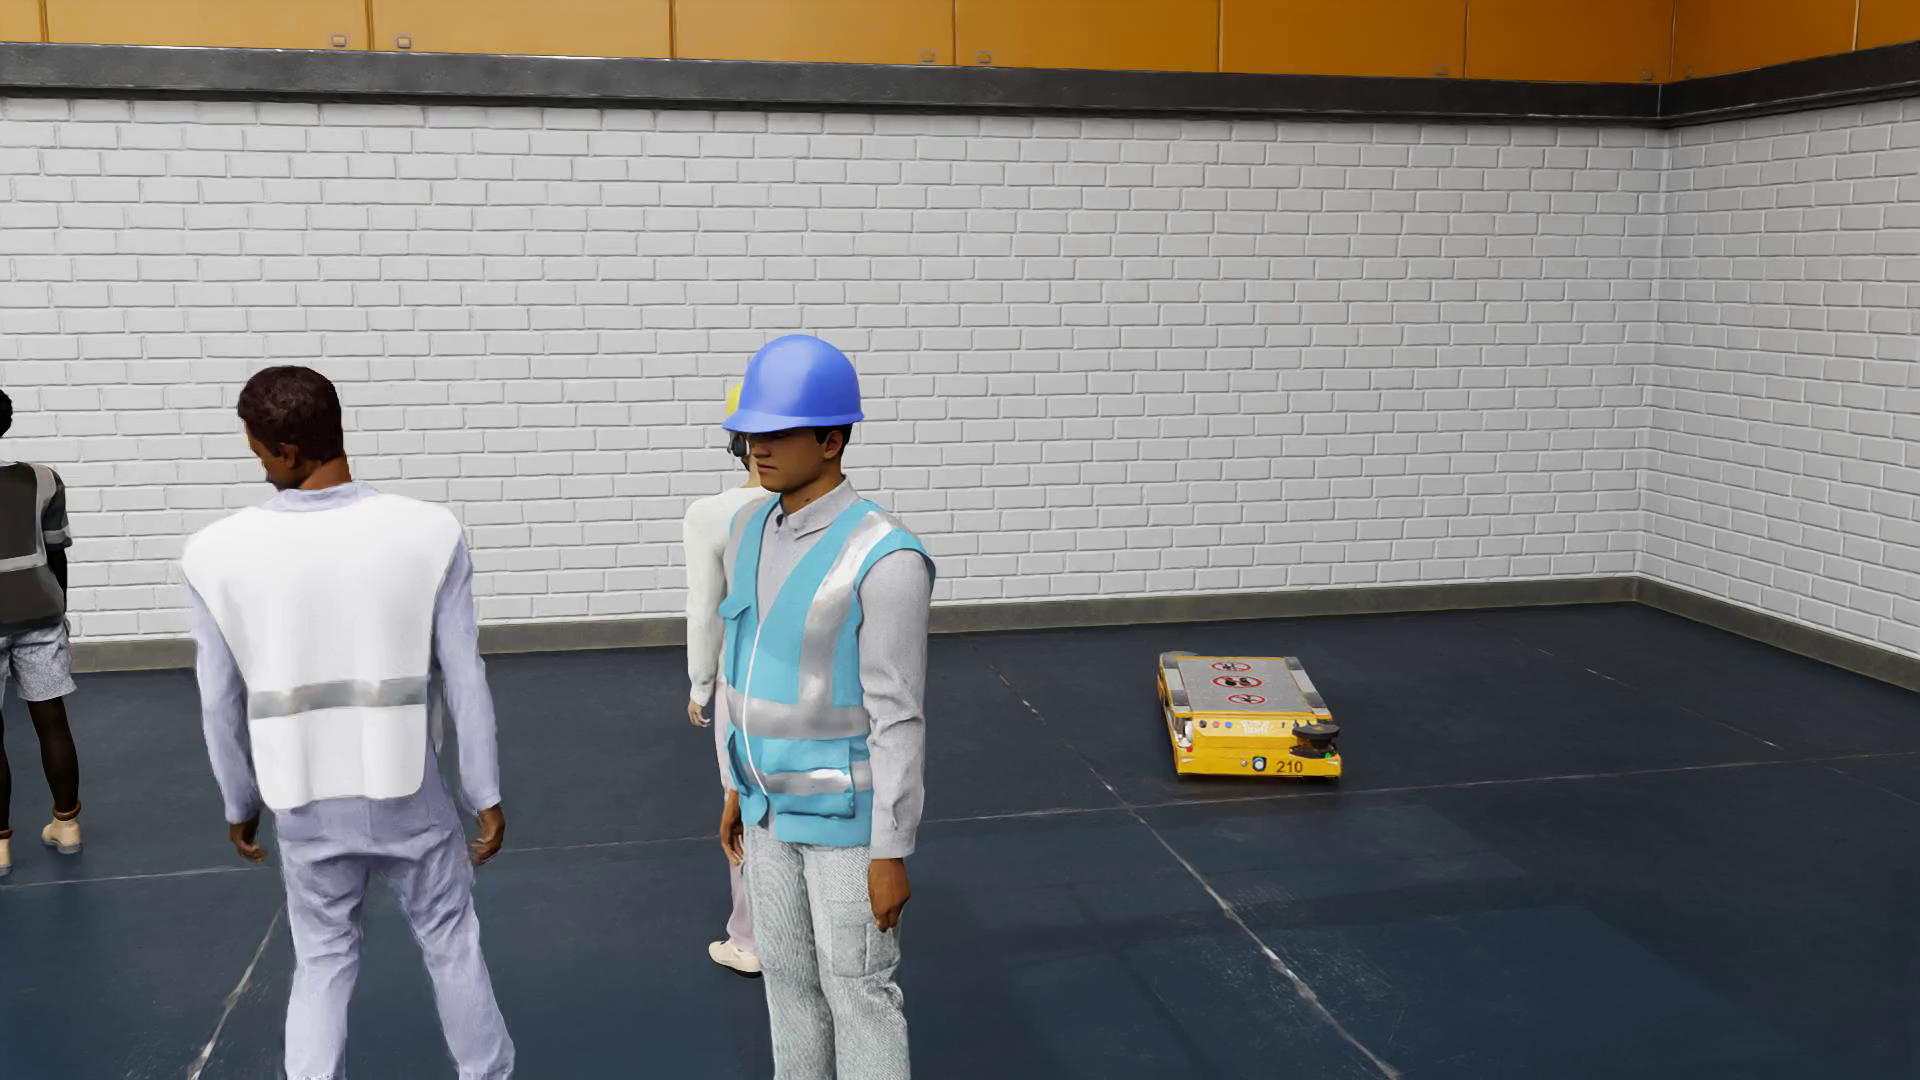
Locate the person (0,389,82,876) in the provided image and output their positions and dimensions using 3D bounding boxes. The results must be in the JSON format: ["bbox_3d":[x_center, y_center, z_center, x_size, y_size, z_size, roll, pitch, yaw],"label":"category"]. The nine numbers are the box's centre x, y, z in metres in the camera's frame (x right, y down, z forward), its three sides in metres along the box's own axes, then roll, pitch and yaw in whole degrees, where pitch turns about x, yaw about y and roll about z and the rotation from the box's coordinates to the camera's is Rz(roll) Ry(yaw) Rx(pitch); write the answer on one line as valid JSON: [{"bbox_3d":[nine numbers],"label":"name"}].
[{"bbox_3d":[-3.300,0.297,5.709,0.321,1.697,0.530,6,11,33],"label":"person"}]

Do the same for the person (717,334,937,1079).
[{"bbox_3d":[-0.299,0.550,3.445,0.409,1.943,0.611,-8,12,-40],"label":"person"}]

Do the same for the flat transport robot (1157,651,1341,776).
[{"bbox_3d":[1.240,0.739,7.351,0.652,0.197,1.431,1,9,3],"label":"flat transport robot"}]

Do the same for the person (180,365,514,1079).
[{"bbox_3d":[-1.338,0.550,3.682,0.639,1.872,0.652,-2,10,-12],"label":"person"}]
